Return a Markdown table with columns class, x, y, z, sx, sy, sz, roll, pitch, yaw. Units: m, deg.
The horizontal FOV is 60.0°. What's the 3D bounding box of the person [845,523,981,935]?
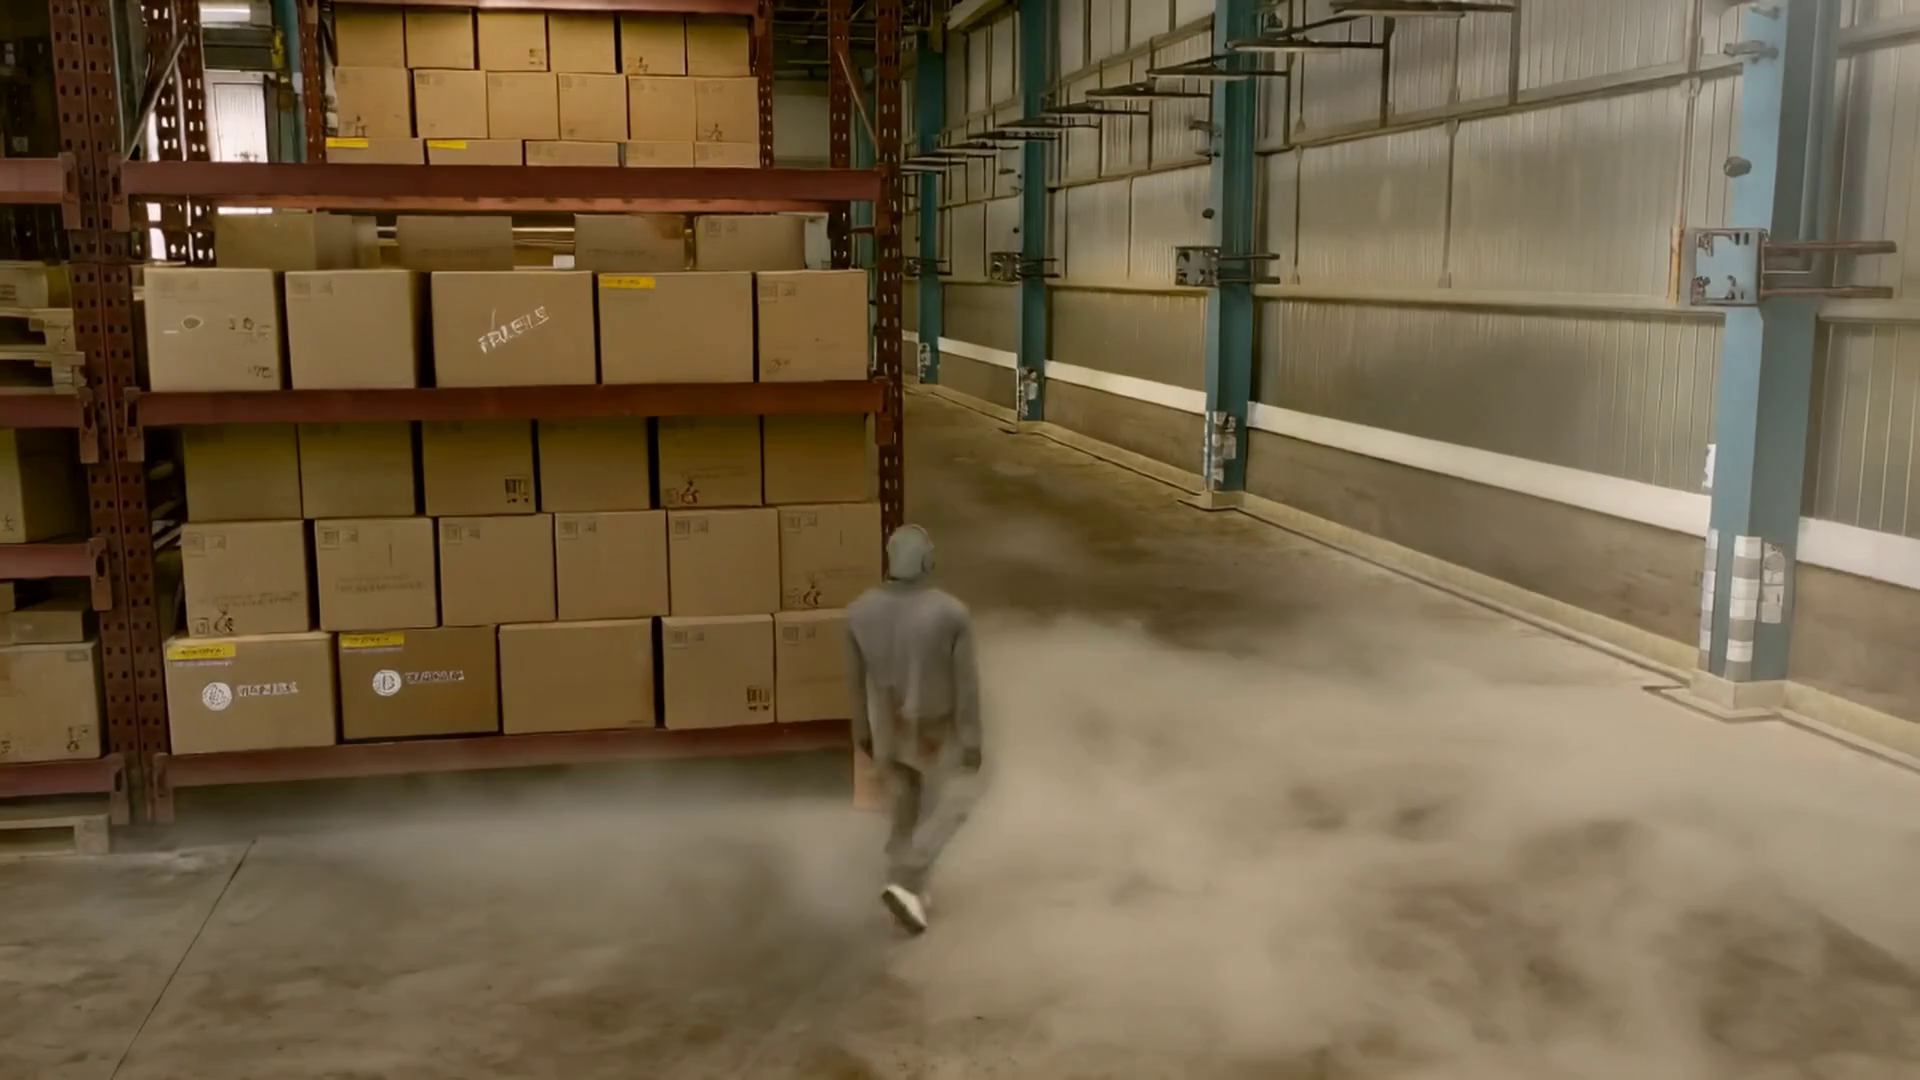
| class | x | y | z | sx | sy | sz | roll | pitch | yaw |
| --- | --- | --- | --- | --- | --- | --- | --- | --- | --- |
| person | -0.226 | 0.866 | 7.538 | 0.660 | 1.886 | 0.545 | 5 | 11 | 29 |
